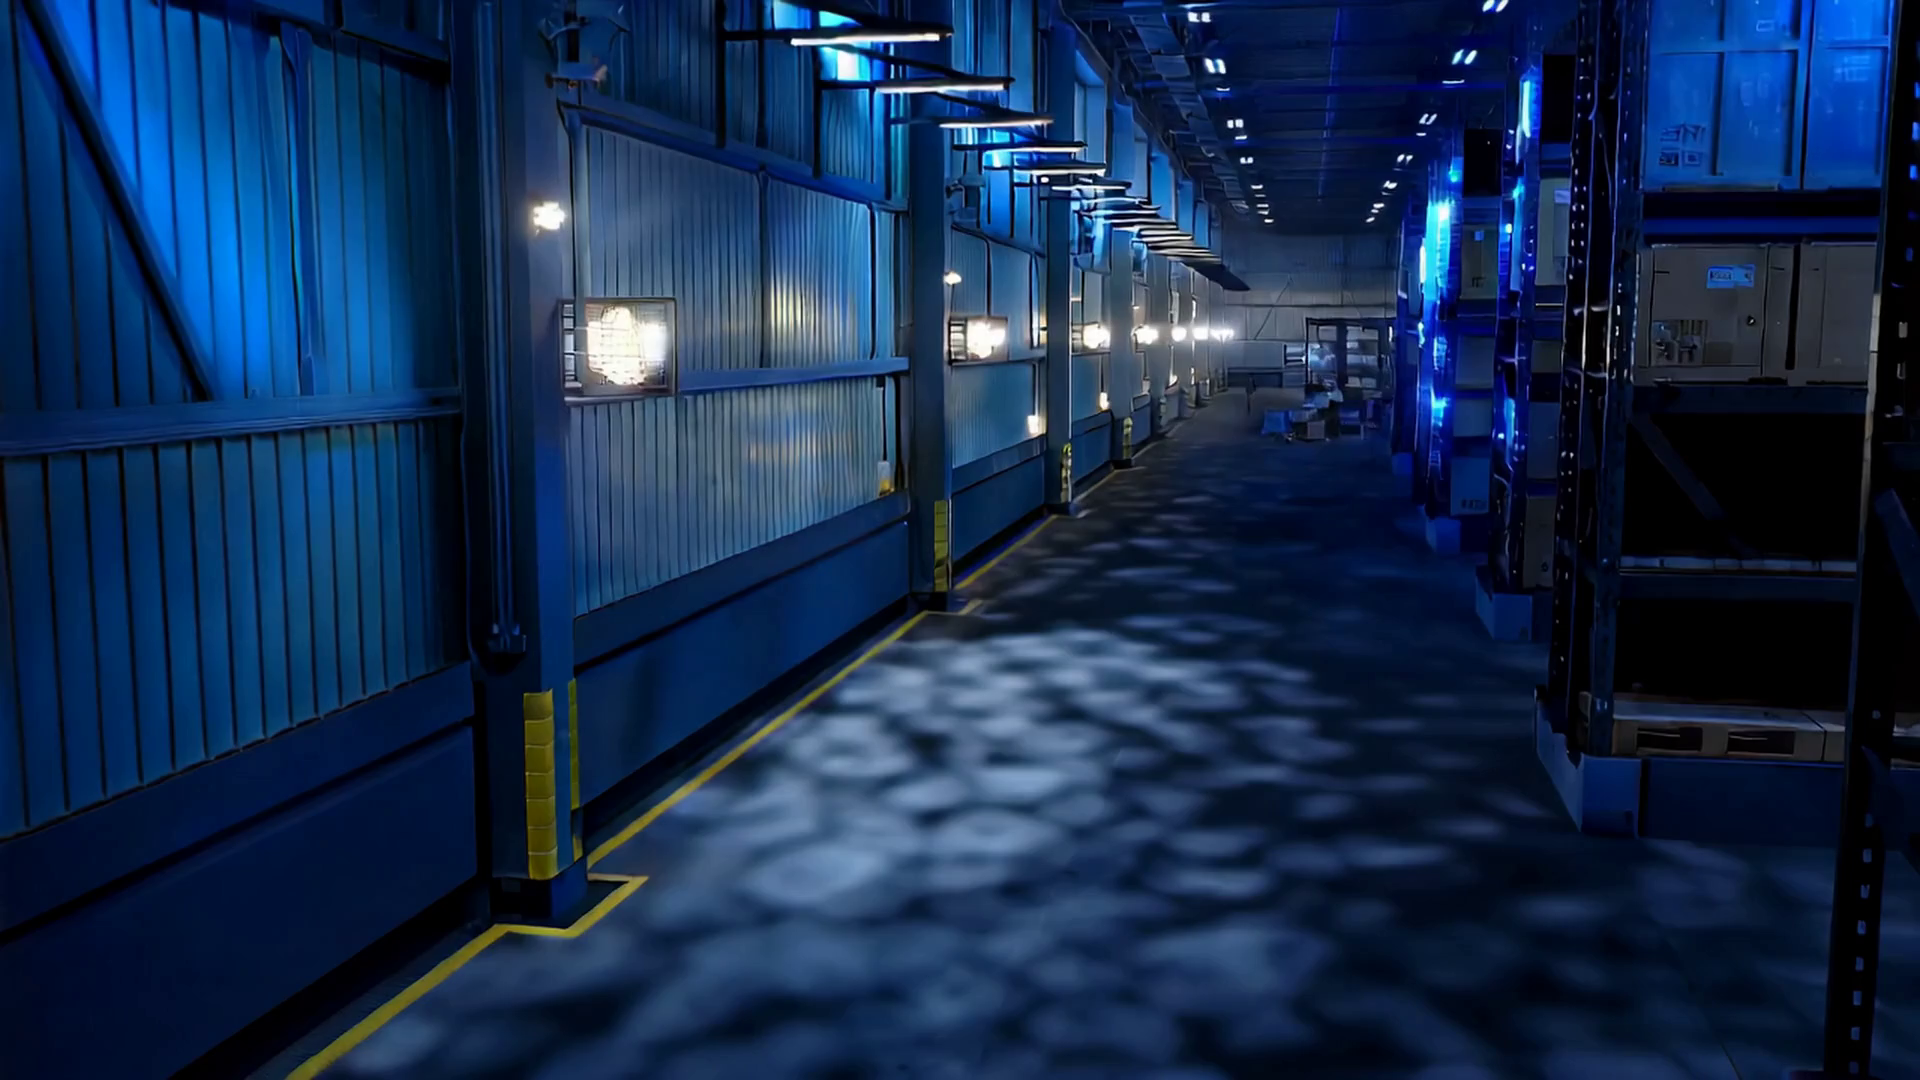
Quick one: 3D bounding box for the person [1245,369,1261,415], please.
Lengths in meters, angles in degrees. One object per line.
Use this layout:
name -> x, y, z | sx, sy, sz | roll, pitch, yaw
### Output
person -> 10.940, -5.511, 62.100 | 0.585, 1.715, 0.565 | 1, 7, 10

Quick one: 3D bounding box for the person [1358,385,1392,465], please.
person -> 9.701, -2.652, 38.645 | 0.981, 1.888, 0.597 | 0, 7, -2
